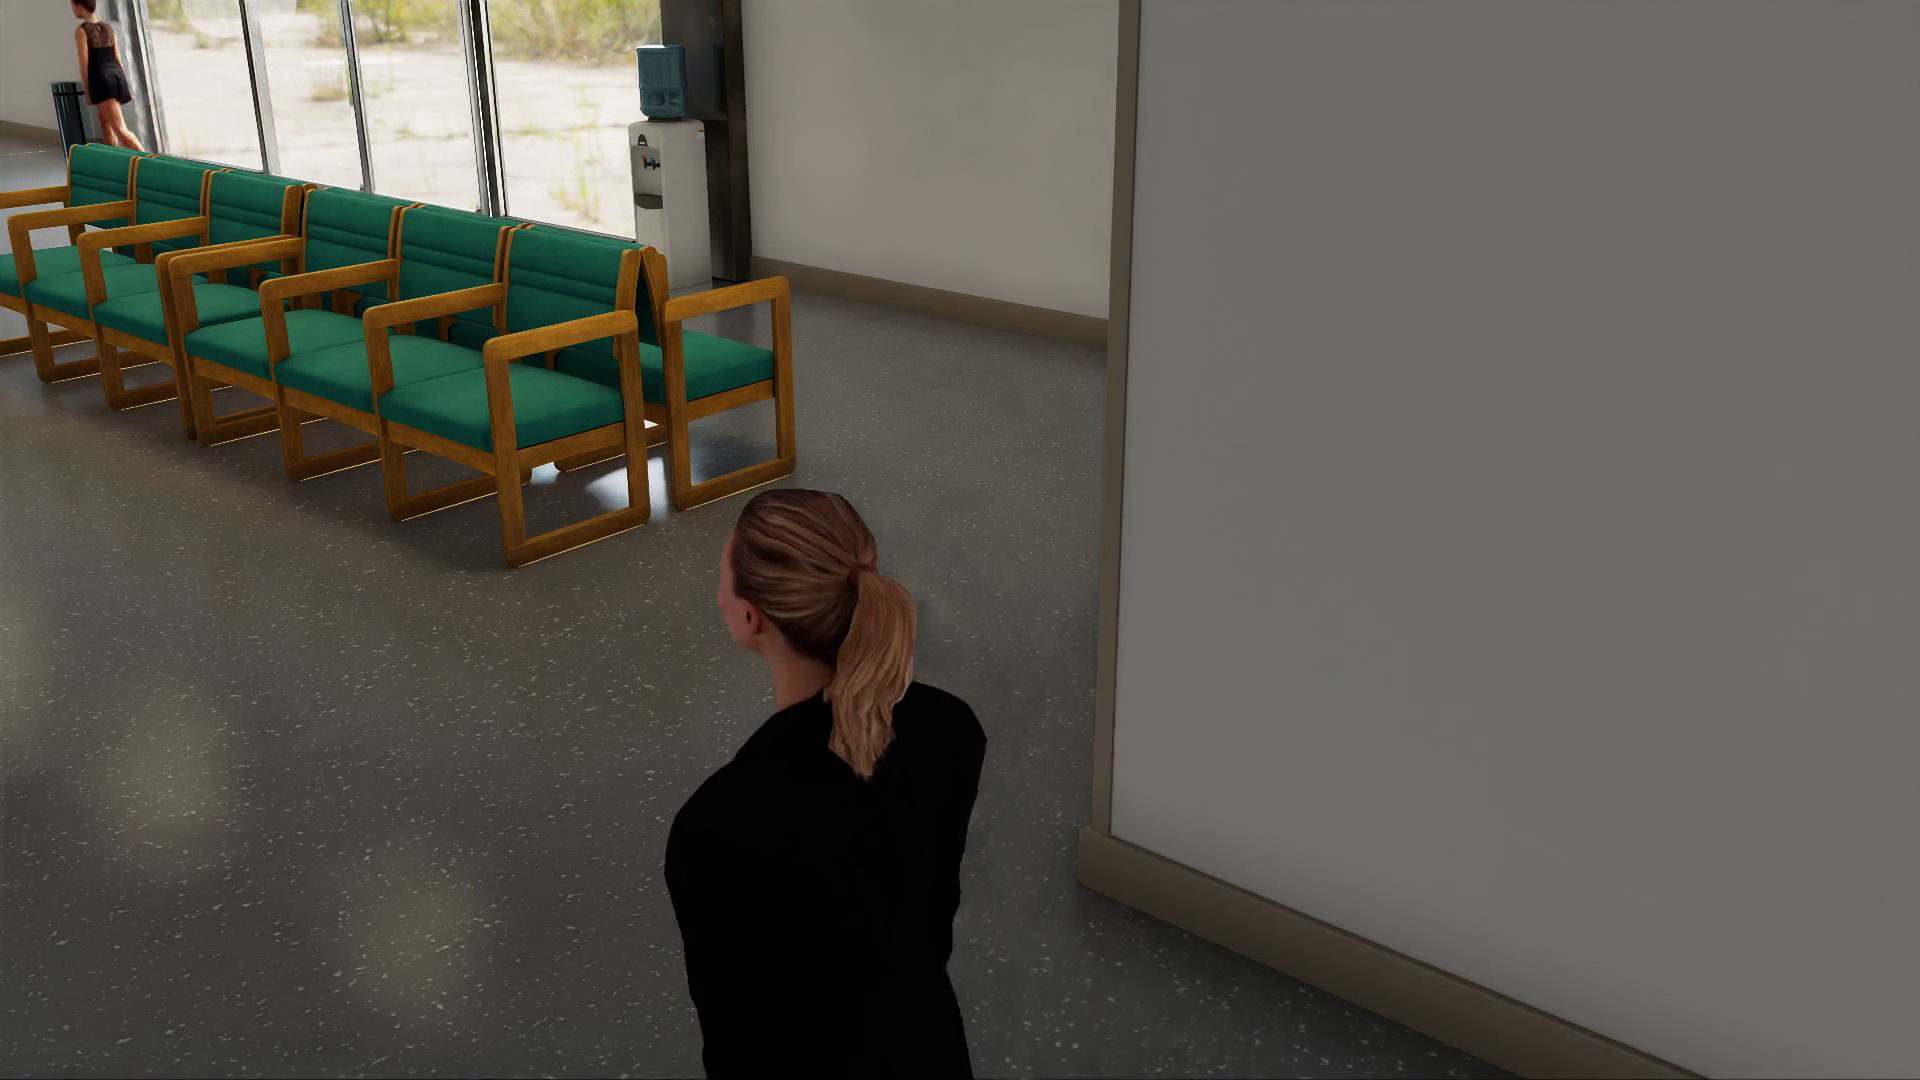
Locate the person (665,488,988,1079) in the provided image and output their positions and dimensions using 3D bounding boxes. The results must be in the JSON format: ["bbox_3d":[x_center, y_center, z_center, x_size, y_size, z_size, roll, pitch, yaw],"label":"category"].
[{"bbox_3d":[-0.075,0.787,2.027,1.071,1.658,0.841,-15,25,-34],"label":"person"}]

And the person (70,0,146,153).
[{"bbox_3d":[-7.372,-3.930,14.503,0.931,1.643,1.123,8,22,20],"label":"person"}]
